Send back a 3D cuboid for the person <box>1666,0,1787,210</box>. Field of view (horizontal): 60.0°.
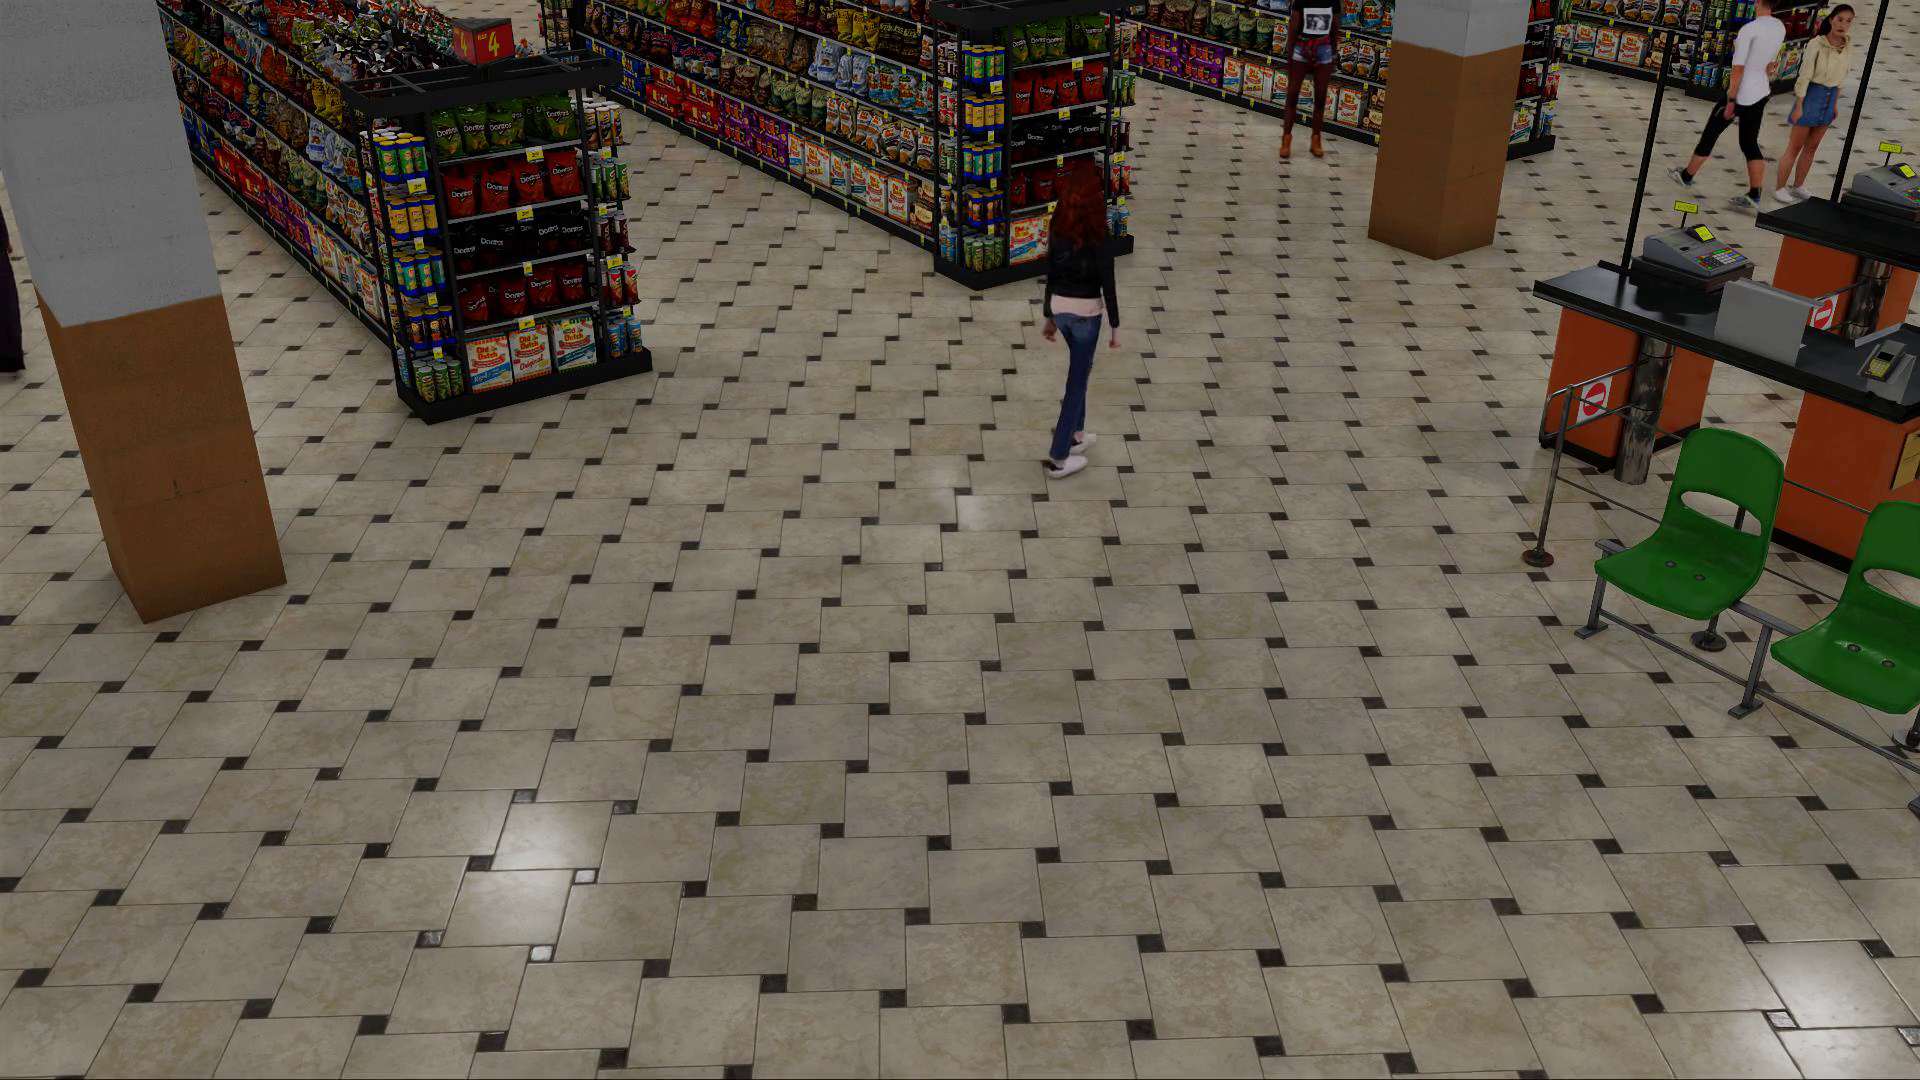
[{"bbox_3d":[6.530,-3.606,13.664,0.805,1.799,1.247,-14,32,-24],"label":"person"}]

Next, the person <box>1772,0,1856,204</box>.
[{"bbox_3d":[7.168,-3.655,13.930,0.695,1.631,0.648,-8,30,-15],"label":"person"}]

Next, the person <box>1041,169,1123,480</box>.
[{"bbox_3d":[0.587,-1.153,9.204,0.724,1.769,0.722,25,37,38],"label":"person"}]

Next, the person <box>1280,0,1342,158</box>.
[{"bbox_3d":[3.202,-4.356,15.120,0.715,1.721,0.760,1,29,1],"label":"person"}]

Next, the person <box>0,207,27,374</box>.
[{"bbox_3d":[-6.315,-1.846,10.653,0.759,1.596,1.148,-10,30,-18],"label":"person"}]
